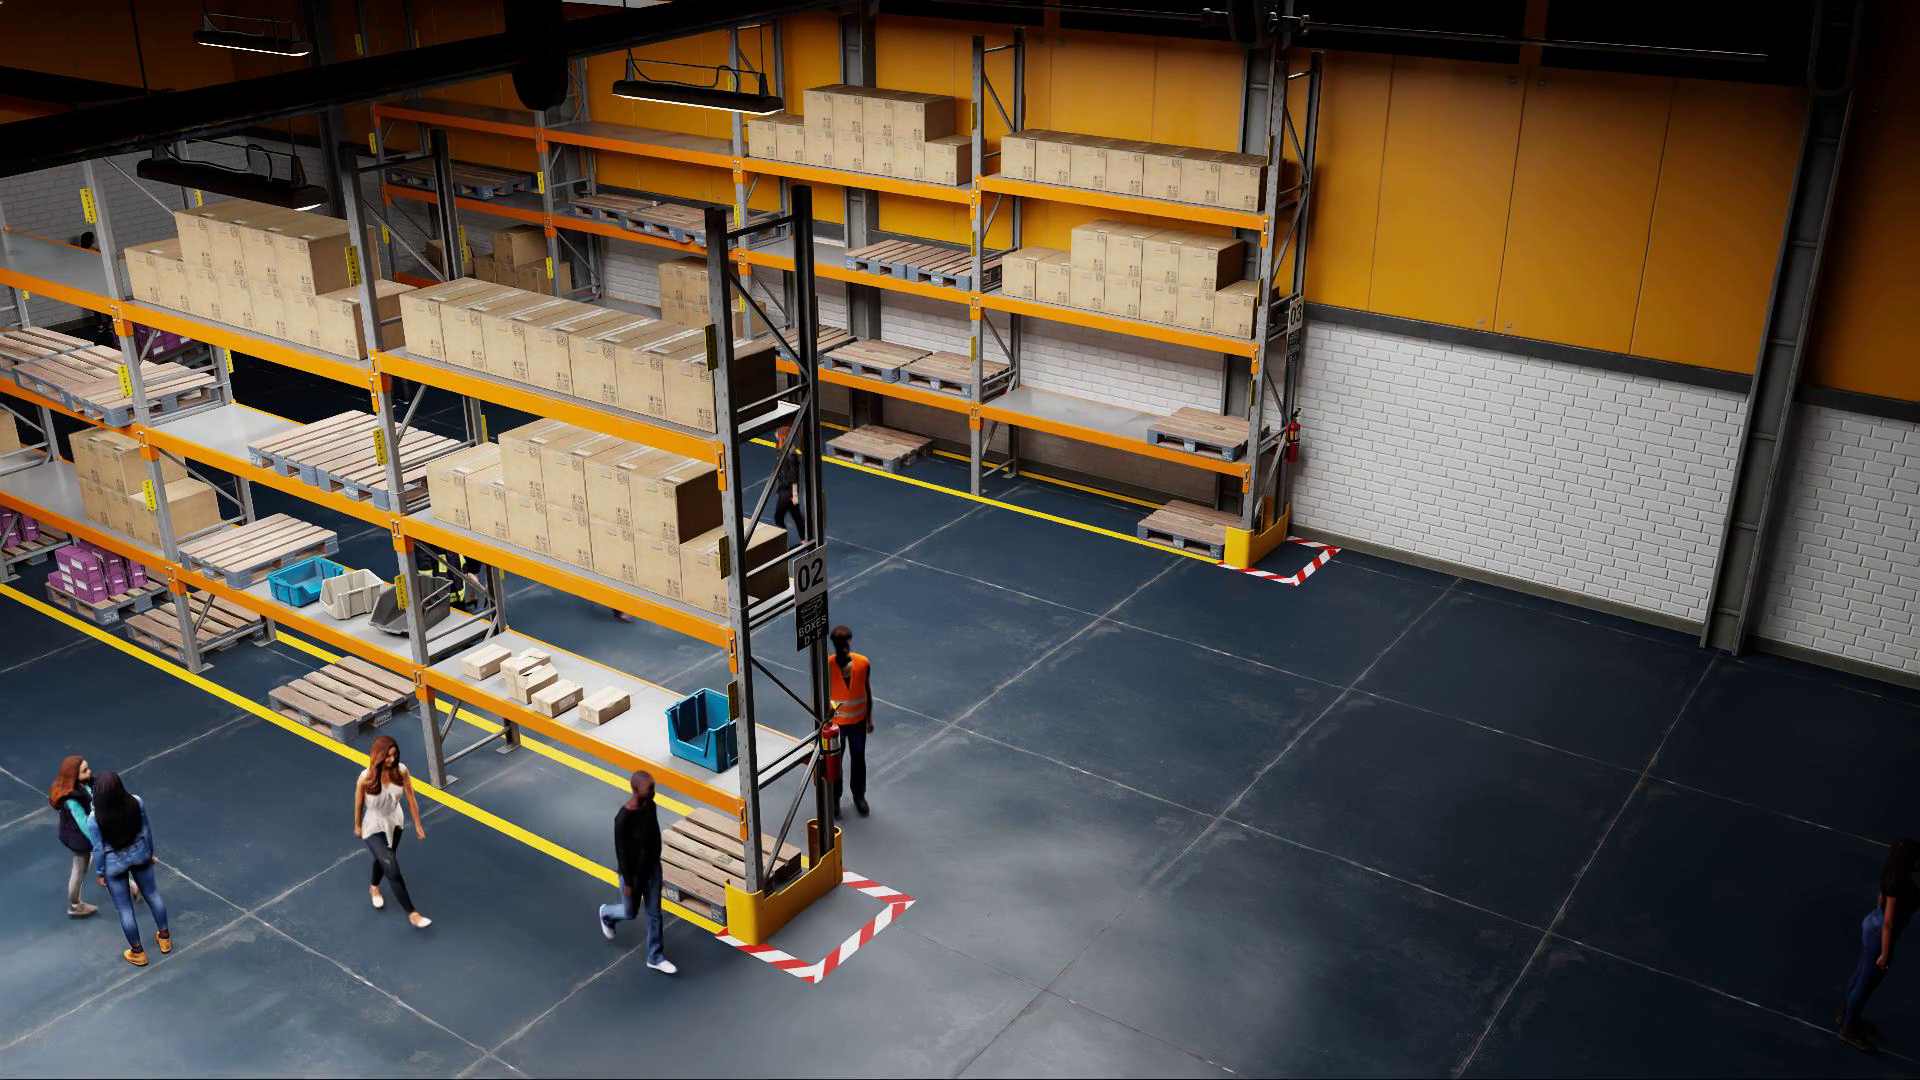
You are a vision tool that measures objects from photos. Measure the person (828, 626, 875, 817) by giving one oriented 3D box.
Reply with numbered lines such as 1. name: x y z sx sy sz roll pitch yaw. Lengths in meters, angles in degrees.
1. person: -1.039 1.611 15.071 0.785 1.879 0.828 -6 24 -14

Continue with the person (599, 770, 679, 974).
1. person: -2.579 2.578 13.058 1.019 1.719 0.605 16 29 33

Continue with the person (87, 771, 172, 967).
1. person: -6.554 2.563 13.102 0.539 1.712 0.621 19 30 37

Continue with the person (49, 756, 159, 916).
1. person: -7.248 2.460 13.650 1.004 1.461 0.925 -3 24 -7

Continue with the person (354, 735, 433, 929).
1. person: -4.773 2.339 13.607 0.718 1.718 1.160 -19 30 -37

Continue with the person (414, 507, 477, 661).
1. person: -5.580 0.354 17.969 0.653 1.861 0.733 16 28 32

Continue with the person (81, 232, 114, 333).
1. person: -15.207 -4.556 29.317 0.646 1.769 0.755 2 24 5

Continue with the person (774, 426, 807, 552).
1. person: -2.001 -0.619 20.403 0.957 1.694 0.904 -5 24 -11

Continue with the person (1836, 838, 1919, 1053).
1. person: 6.768 2.931 12.228 0.568 1.738 0.593 12 26 25
